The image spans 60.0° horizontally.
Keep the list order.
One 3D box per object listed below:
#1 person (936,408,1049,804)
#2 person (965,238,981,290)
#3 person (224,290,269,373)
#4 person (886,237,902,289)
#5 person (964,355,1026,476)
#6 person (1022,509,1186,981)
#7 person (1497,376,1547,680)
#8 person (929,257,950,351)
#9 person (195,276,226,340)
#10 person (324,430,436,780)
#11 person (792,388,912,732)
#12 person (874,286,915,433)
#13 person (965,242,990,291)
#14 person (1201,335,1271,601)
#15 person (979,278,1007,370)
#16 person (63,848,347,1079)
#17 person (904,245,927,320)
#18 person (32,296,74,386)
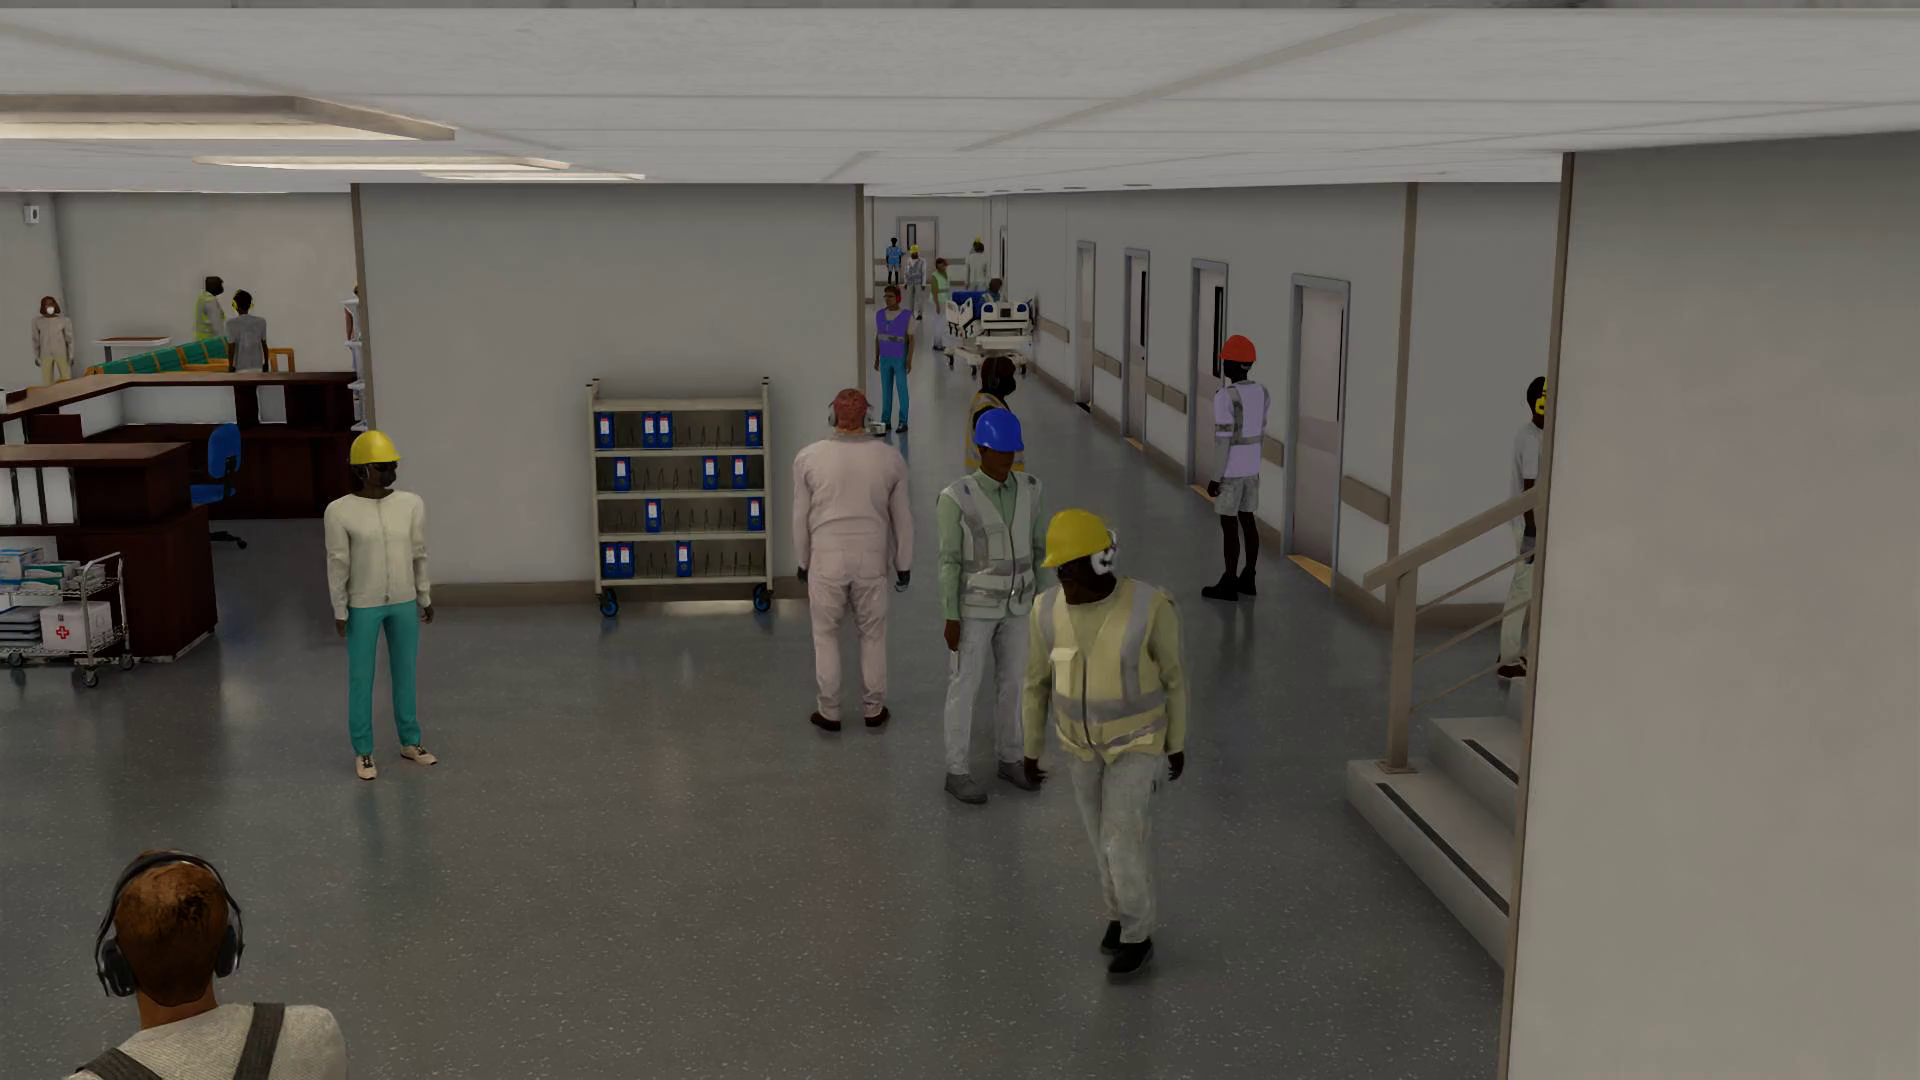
[{"bbox_3d":[0.164,0.318,8.082,0.599,1.939,0.421,-7,14,-32],"label":"person"},{"bbox_3d":[0.484,-8.948,53.921,0.500,1.705,0.869,9,15,38],"label":"person"},{"bbox_3d":[-8.374,-2.002,19.568,0.329,1.872,0.507,10,15,41],"label":"person"},{"bbox_3d":[-2.170,-9.064,54.507,0.532,1.693,0.319,-2,12,-9],"label":"person"},{"bbox_3d":[0.247,-0.378,11.704,0.429,1.841,0.633,0,12,1],"label":"person"},{"bbox_3d":[0.534,0.755,6.305,0.601,1.786,0.604,7,14,31],"label":"person"},{"bbox_3d":[3.485,-0.069,10.132,0.310,1.864,0.534,4,12,19],"label":"person"},{"bbox_3d":[-0.394,-4.600,32.432,0.423,1.806,0.662,6,13,26],"label":"person"},{"bbox_3d":[-10.941,-2.971,24.453,0.695,1.809,0.641,-6,13,-25],"label":"person"},{"bbox_3d":[-2.939,0.320,8.464,0.530,1.772,0.299,-11,16,-42],"label":"person"},{"bbox_3d":[-0.600,0.105,9.219,0.655,1.893,0.402,-3,12,-13],"label":"person"},{"bbox_3d":[-0.825,-2.285,21.001,0.564,1.847,0.388,7,13,30],"label":"person"},{"bbox_3d":[0.438,-6.062,39.286,0.648,1.923,0.462,5,12,22],"label":"person"},{"bbox_3d":[2.012,-0.526,12.173,0.545,1.942,0.354,-11,16,-43],"label":"person"},{"bbox_3d":[0.552,-3.586,27.891,0.528,1.620,0.582,-5,13,-22],"label":"person"},{"bbox_3d":[-1.298,1.417,2.909,0.505,1.847,0.344,-10,15,-40],"label":"person"},{"bbox_3d":[-1.103,-6.294,40.666,0.590,1.824,0.403,6,13,25],"label":"person"},{"bbox_3d":[-12.194,-2.462,22.393,0.501,1.633,0.282,-3,12,-16],"label":"person"}]
